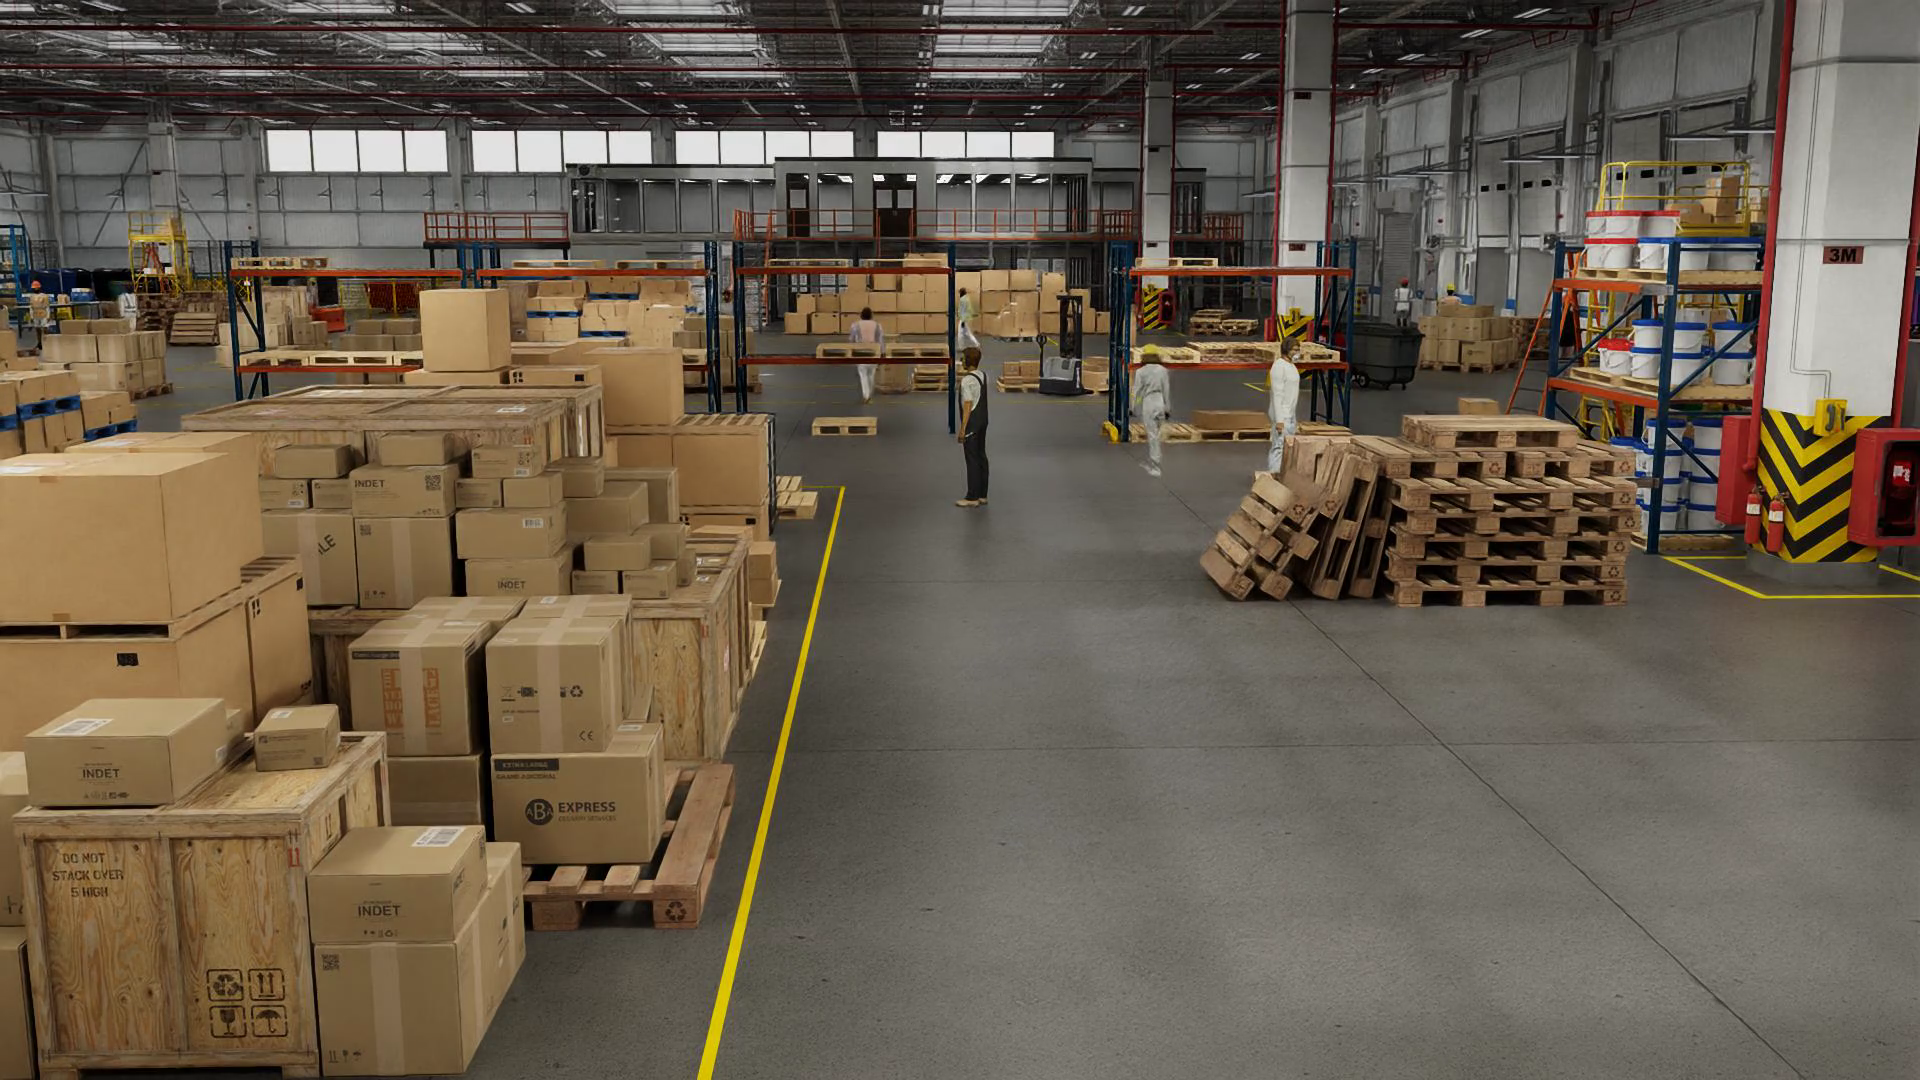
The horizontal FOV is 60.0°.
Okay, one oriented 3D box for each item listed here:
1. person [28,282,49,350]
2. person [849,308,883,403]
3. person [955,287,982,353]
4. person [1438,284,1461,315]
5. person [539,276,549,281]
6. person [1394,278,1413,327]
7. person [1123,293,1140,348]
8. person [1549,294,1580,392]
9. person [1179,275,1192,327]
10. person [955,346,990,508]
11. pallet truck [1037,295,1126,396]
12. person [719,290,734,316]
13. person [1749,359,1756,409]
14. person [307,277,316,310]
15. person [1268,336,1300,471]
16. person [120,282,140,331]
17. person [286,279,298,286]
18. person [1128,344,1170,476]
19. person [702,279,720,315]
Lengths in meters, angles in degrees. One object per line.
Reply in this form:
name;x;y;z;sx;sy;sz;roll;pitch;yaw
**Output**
person;-25.820;-6.274;46.627;0.552;1.916;0.473;0;10;0
person;-1.772;-3.487;31.441;0.628;1.808;0.955;-3;11;-17
person;0.212;-5.983;45.312;0.636;1.805;0.670;4;11;22
person;12.921;-5.800;43.945;0.585;1.928;0.378;2;10;12
person;-13.384;-7.586;53.736;0.626;1.987;1.036;10;14;43
person;13.934;-7.286;52.291;0.568;1.899;0.850;2;10;11
person;4.547;-5.831;44.826;0.530;1.671;0.657;-6;12;-30
person;12.188;-3.959;33.544;0.608;1.987;0.403;-1;10;-7
person;8.015;-8.492;58.928;0.549;1.932;0.612;4;11;22
person;0.144;-1.290;19.047;0.344;1.847;0.504;6;12;30
pallet truck;2.483;-3.881;33.060;1.885;1.965;0.823;-7;13;-36
person;-5.819;-5.411;42.039;0.517;1.846;0.867;1;10;7
person;10.354;-1.728;21.420;0.615;1.867;0.632;6;12;31
person;-23.189;-8.528;59.601;0.329;1.765;0.526;1;10;8
person;3.829;-1.434;19.603;0.373;1.937;0.630;5;11;24
person;-23.791;-6.453;47.745;0.416;1.870;0.607;3;11;15
person;-18.567;-6.290;46.363;0.682;2.000;0.911;2;10;14
person;2.474;-1.719;21.861;0.495;1.698;0.860;-5;11;-27
person;-7.537;-7.016;50.809;0.632;1.885;1.015;-7;13;-36
